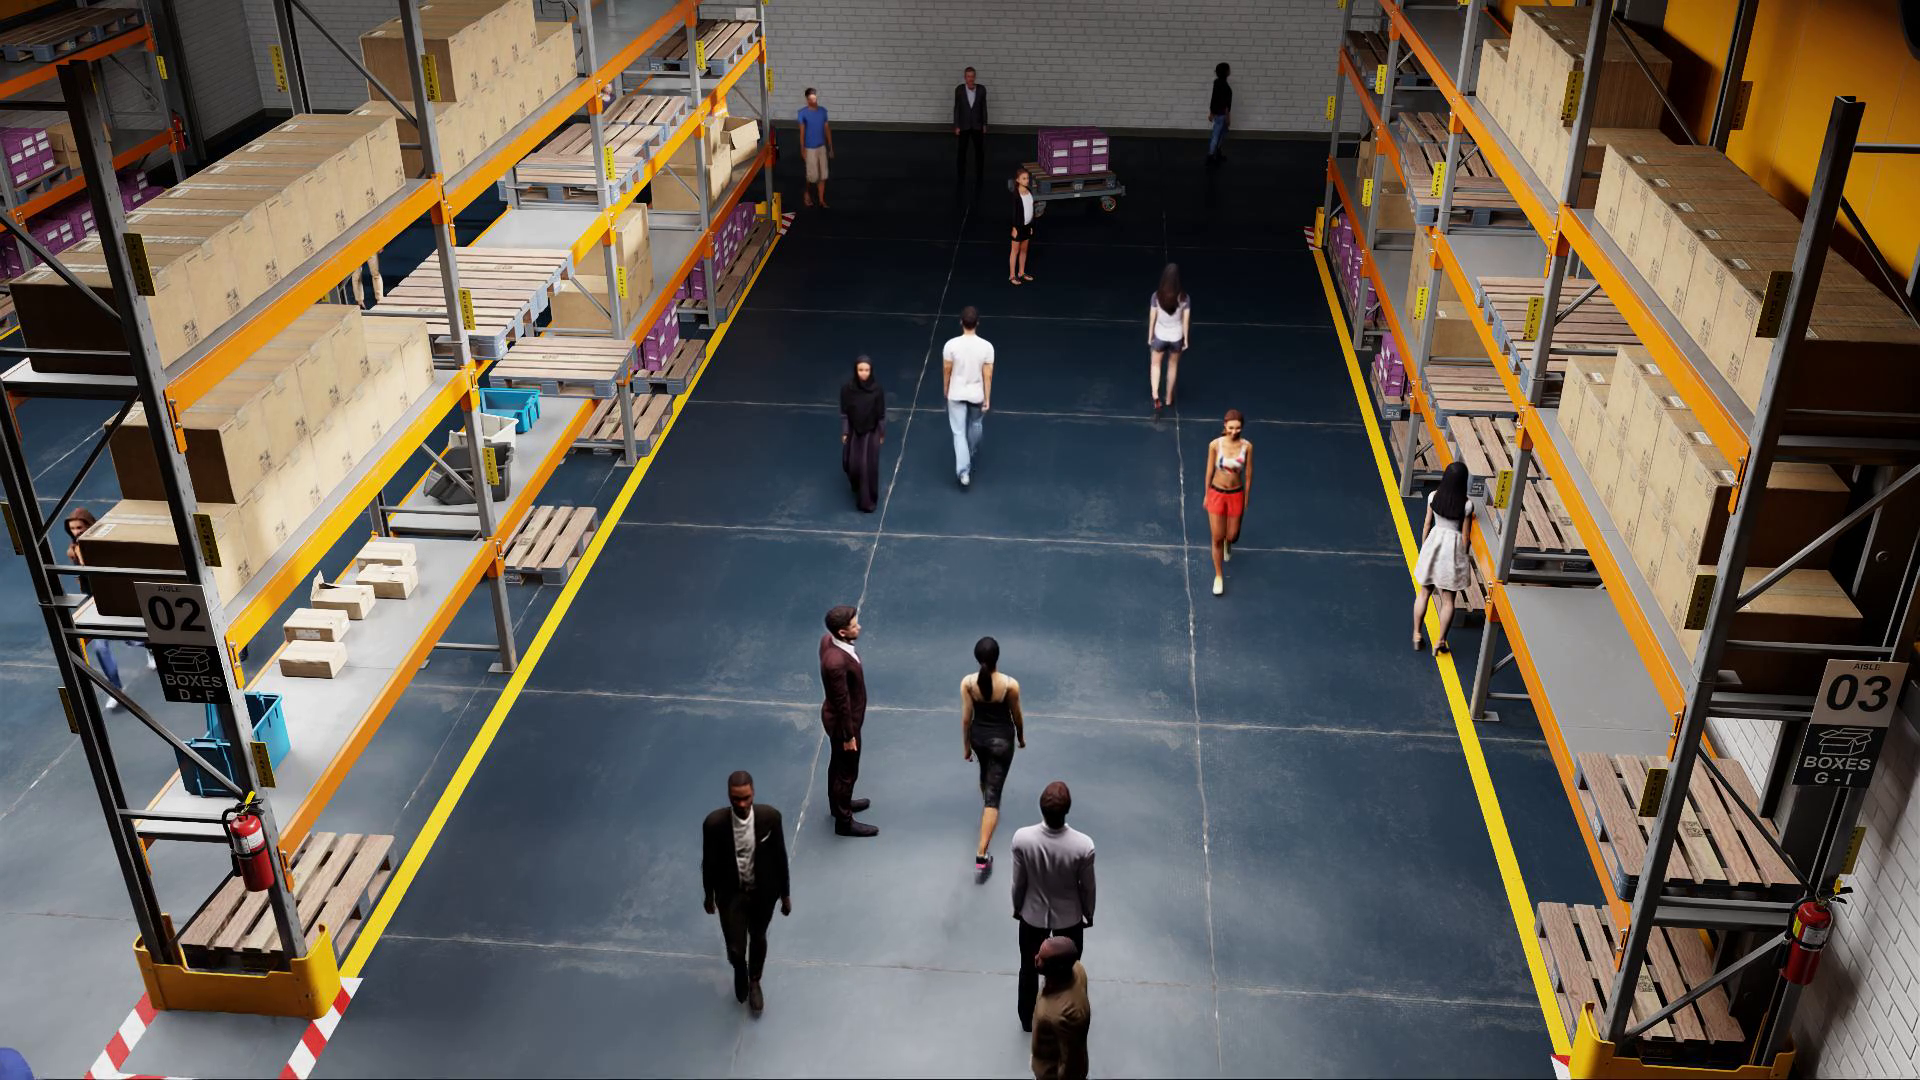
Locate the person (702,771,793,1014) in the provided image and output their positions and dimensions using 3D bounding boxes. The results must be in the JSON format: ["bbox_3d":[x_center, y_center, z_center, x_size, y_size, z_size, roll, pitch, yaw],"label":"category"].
[{"bbox_3d":[-1.351,2.150,10.414,0.785,1.794,0.773,-8,30,-14],"label":"person"}]

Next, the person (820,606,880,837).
[{"bbox_3d":[-0.839,1.276,11.942,0.820,1.864,0.643,-6,29,-11],"label":"person"}]

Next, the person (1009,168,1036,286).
[{"bbox_3d":[0.821,-4.244,22.386,0.637,1.555,0.700,-23,36,-36],"label":"person"}]

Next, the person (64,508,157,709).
[{"bbox_3d":[-6.913,0.486,13.564,0.685,1.698,1.039,-2,29,-3],"label":"person"}]

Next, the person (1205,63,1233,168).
[{"bbox_3d":[4.159,-6.930,27.167,0.764,1.691,0.690,-8,30,-14],"label":"person"}]

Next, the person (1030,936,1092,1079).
[{"bbox_3d":[0.595,2.871,9.079,0.785,1.807,0.677,1,29,2],"label":"person"}]

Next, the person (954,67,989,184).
[{"bbox_3d":[0.175,-6.601,26.418,0.751,1.832,0.646,-2,29,-4],"label":"person"}]

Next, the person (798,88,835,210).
[{"bbox_3d":[-2.259,-5.954,25.209,0.833,1.853,0.893,-22,36,-35],"label":"person"}]

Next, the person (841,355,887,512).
[{"bbox_3d":[-0.962,-1.112,16.595,0.613,1.601,0.814,1,29,2],"label":"person"}]

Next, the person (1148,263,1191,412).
[{"bbox_3d":[2.310,-2.233,18.555,0.597,1.693,0.867,4,29,8],"label":"person"}]

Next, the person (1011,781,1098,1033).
[{"bbox_3d":[0.560,2.258,10.155,0.678,1.852,0.577,4,29,7],"label":"person"}]

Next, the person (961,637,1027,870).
[{"bbox_3d":[0.211,1.514,11.697,0.726,1.682,1.195,7,29,13],"label":"person"}]

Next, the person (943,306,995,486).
[{"bbox_3d":[0.065,-1.440,16.972,0.856,1.815,1.233,-4,29,-7],"label":"person"}]

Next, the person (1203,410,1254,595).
[{"bbox_3d":[2.421,-0.408,15.125,0.596,1.773,0.889,4,29,7],"label":"person"}]

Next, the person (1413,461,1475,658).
[{"bbox_3d":[4.102,0.155,14.098,0.778,1.769,0.804,19,34,31],"label":"person"}]
